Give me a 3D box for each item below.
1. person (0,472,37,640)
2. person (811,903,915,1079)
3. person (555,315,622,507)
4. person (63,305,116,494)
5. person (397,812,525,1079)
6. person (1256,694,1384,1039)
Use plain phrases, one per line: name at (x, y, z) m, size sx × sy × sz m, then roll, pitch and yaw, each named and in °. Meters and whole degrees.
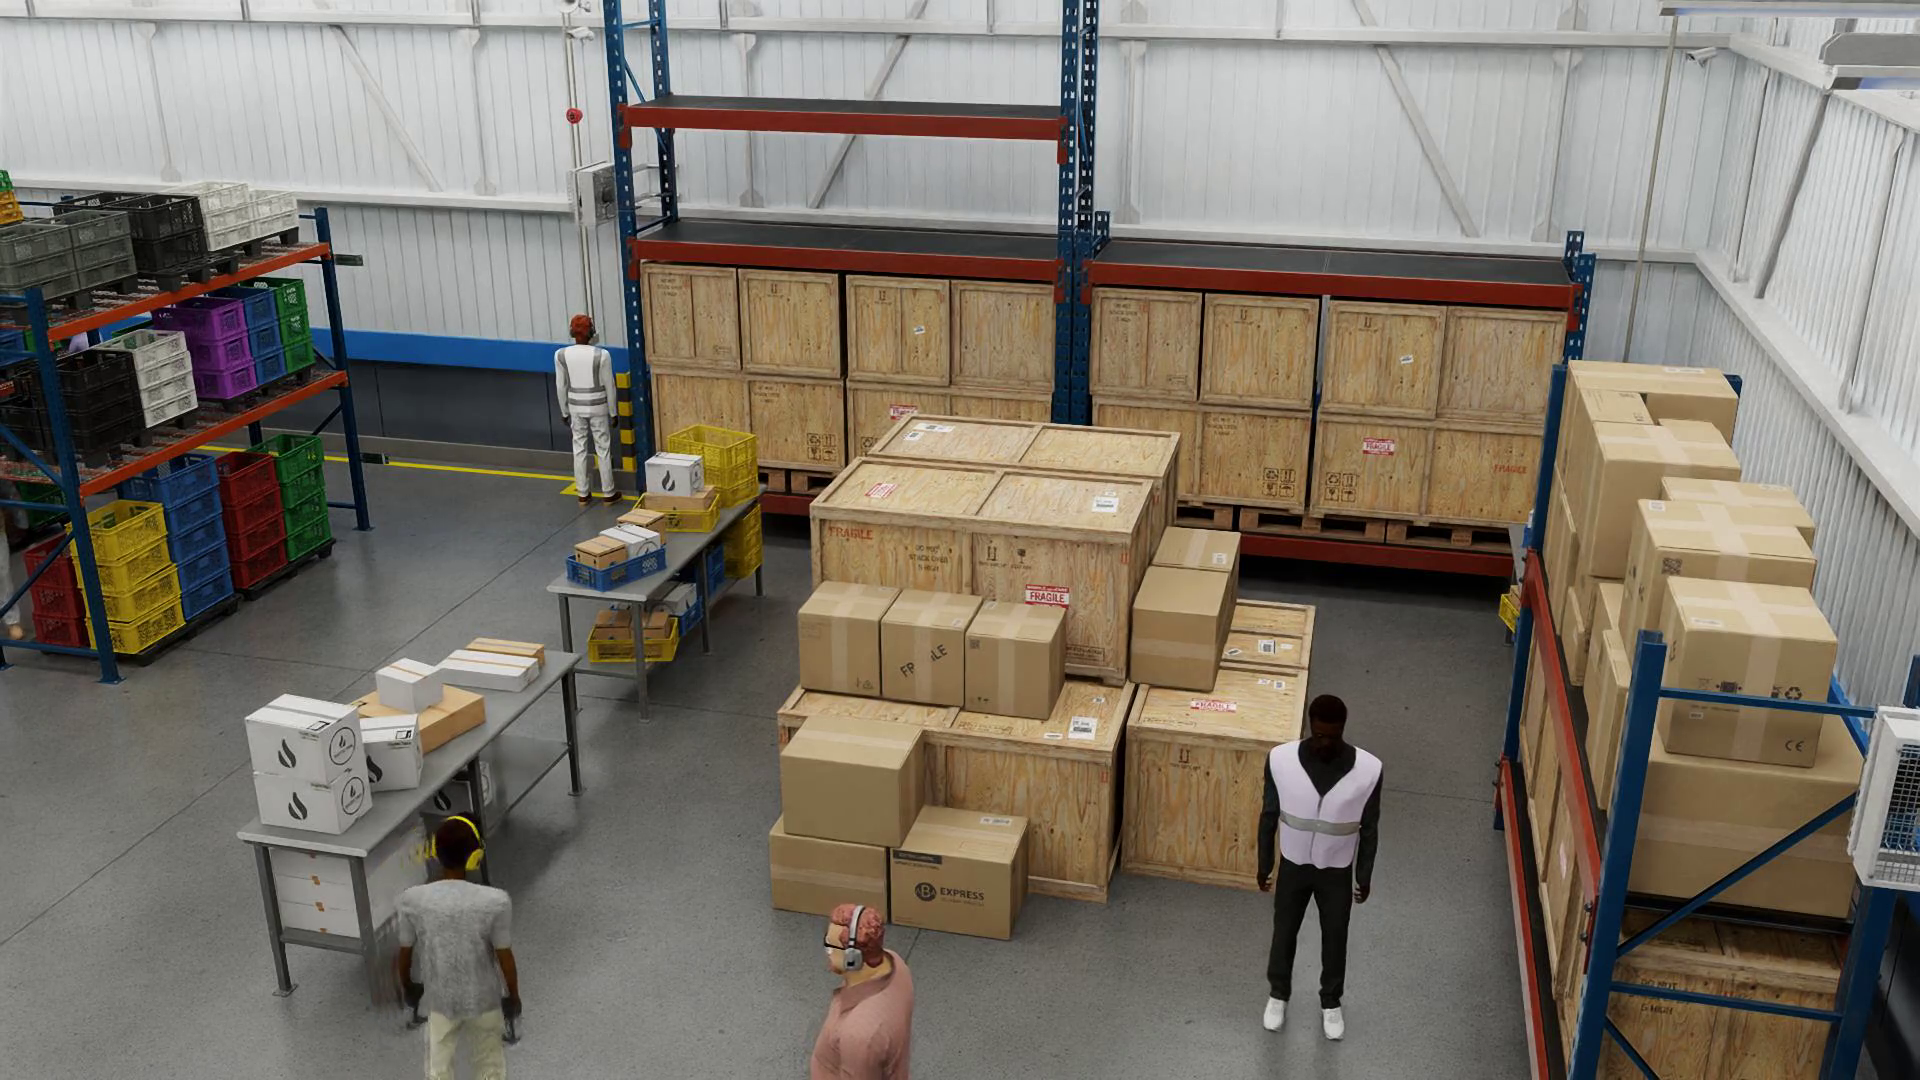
person at (-7.651, -0.053, 12.978) m, size 0.431 × 1.833 × 0.725 m, roll 19°, pitch 28°, yaw 41°
person at (-0.394, 2.310, 6.708) m, size 0.402 × 1.901 × 0.647 m, roll 3°, pitch 21°, yaw 8°
person at (-3.569, -1.241, 16.009) m, size 0.573 × 1.887 × 0.356 m, roll 2°, pitch 21°, yaw 5°
person at (-8.555, -1.427, 16.423) m, size 0.372 × 1.940 × 0.631 m, roll -10°, pitch 23°, yaw -25°
person at (-2.231, 2.113, 7.321) m, size 0.601 × 1.837 × 0.579 m, roll -2°, pitch 21°, yaw -5°
person at (1.807, 1.633, 8.460) m, size 0.592 × 1.912 × 0.382 m, roll 5°, pitch 21°, yaw 12°
